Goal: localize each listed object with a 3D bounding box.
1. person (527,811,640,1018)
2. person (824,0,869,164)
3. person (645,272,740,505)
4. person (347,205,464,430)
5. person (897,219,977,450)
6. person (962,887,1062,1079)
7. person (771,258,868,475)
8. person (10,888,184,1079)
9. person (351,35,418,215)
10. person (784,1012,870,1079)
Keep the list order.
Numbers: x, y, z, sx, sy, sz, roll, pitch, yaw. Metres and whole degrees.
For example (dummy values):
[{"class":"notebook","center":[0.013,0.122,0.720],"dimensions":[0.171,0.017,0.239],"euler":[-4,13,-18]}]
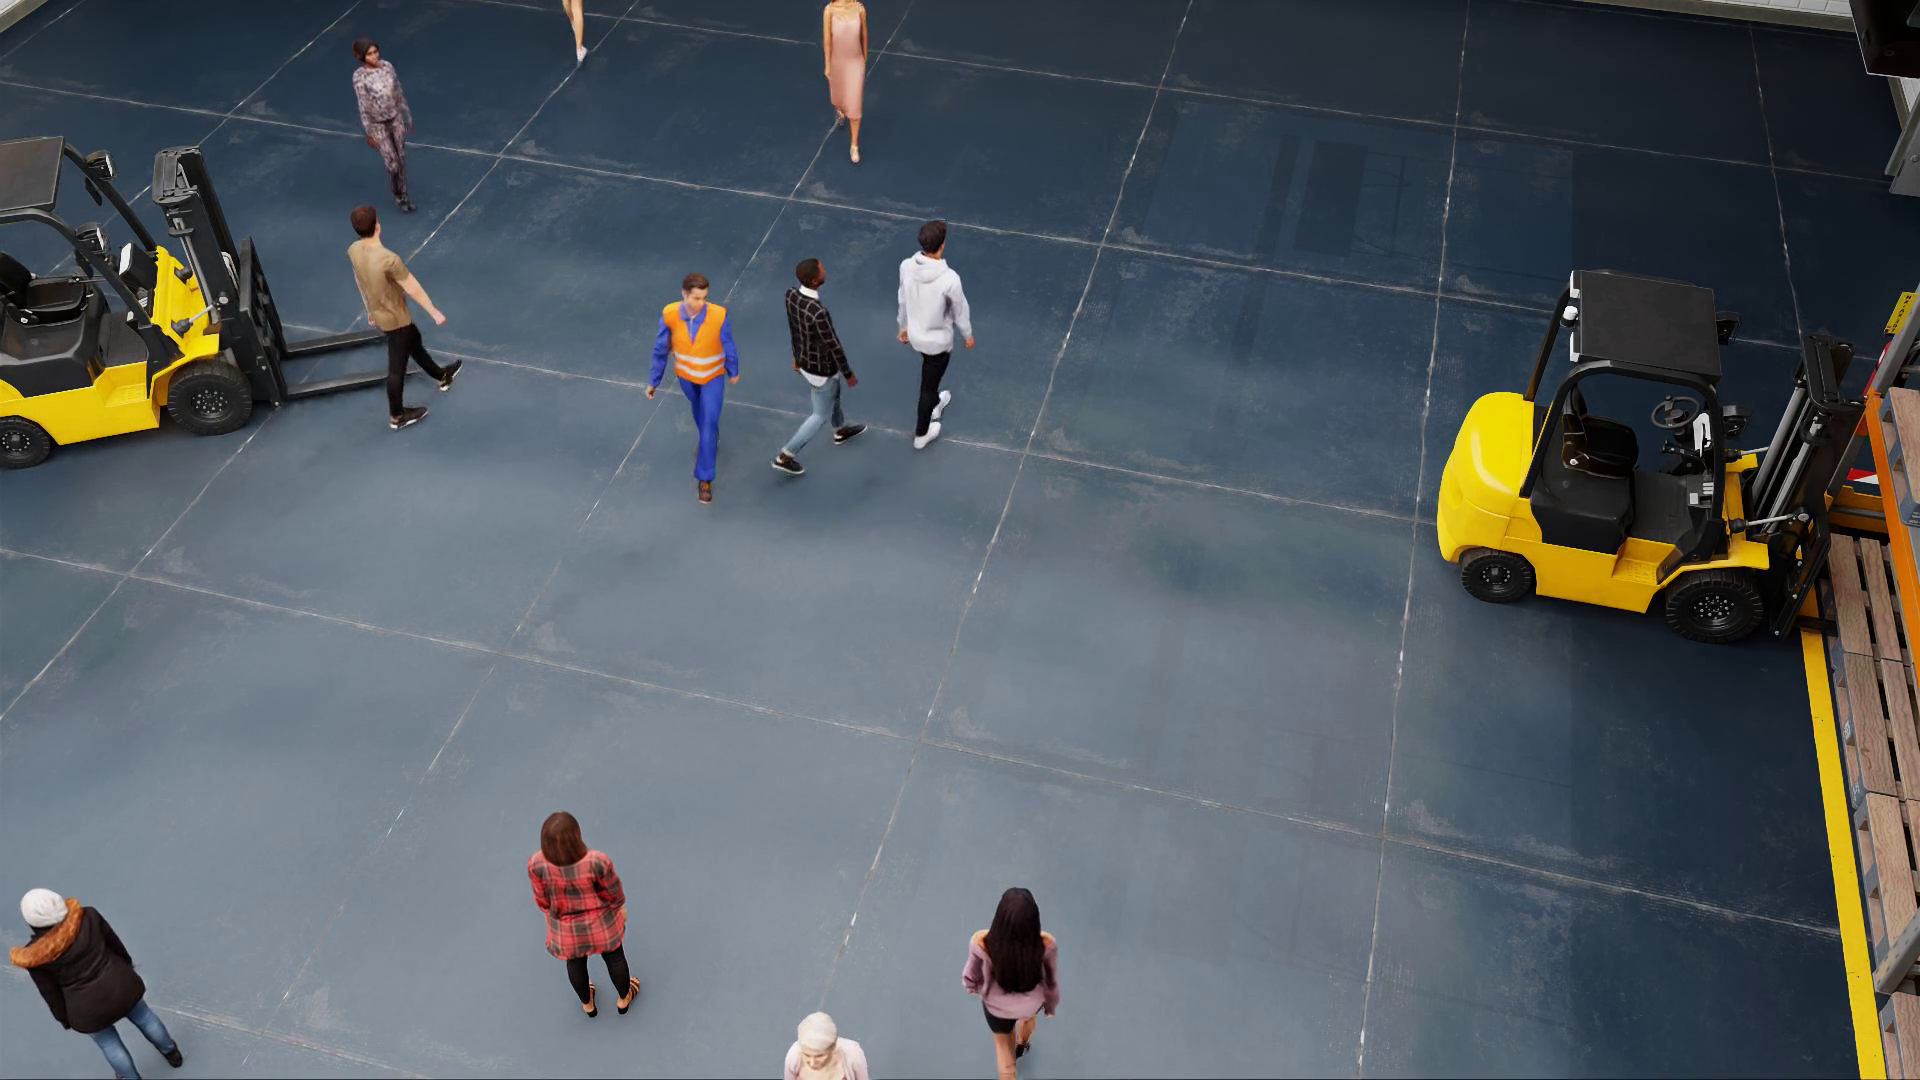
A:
[{"class":"person","center":[-2.023,2.018,8.935],"dimensions":[0.683,1.703,0.659],"euler":[-3,44,-3]},{"class":"person","center":[-1.097,-4.531,15.730],"dimensions":[0.863,1.813,1.121],"euler":[-7,44,-7]},{"class":"person","center":[-1.903,-1.255,12.292],"dimensions":[0.908,1.811,1.186],"euler":[7,44,7]},{"class":"person","center":[-4.411,-1.646,12.702],"dimensions":[0.993,1.811,1.195],"euler":[31,52,29]},{"class":"person","center":[-0.272,-1.478,12.459],"dimensions":[0.859,1.904,0.989],"euler":[25,49,24]},{"class":"person","center":[0.279,2.427,8.439],"dimensions":[0.769,1.794,0.858],"euler":[-1,44,-1]},{"class":"person","center":[-1.122,-1.242,12.295],"dimensions":[1.227,1.789,1.130],"euler":[-25,49,-24]},{"class":"person","center":[-4.479,2.341,8.649],"dimensions":[0.759,1.629,0.639],"euler":[27,50,26]},{"class":"person","center":[-5.214,-3.757,14.995],"dimensions":[0.769,1.707,0.697],"euler":[33,53,30]},{"class":"person","center":[-0.618,2.754,8.184],"dimensions":[0.733,1.674,0.886],"euler":[0,44,0]}]
